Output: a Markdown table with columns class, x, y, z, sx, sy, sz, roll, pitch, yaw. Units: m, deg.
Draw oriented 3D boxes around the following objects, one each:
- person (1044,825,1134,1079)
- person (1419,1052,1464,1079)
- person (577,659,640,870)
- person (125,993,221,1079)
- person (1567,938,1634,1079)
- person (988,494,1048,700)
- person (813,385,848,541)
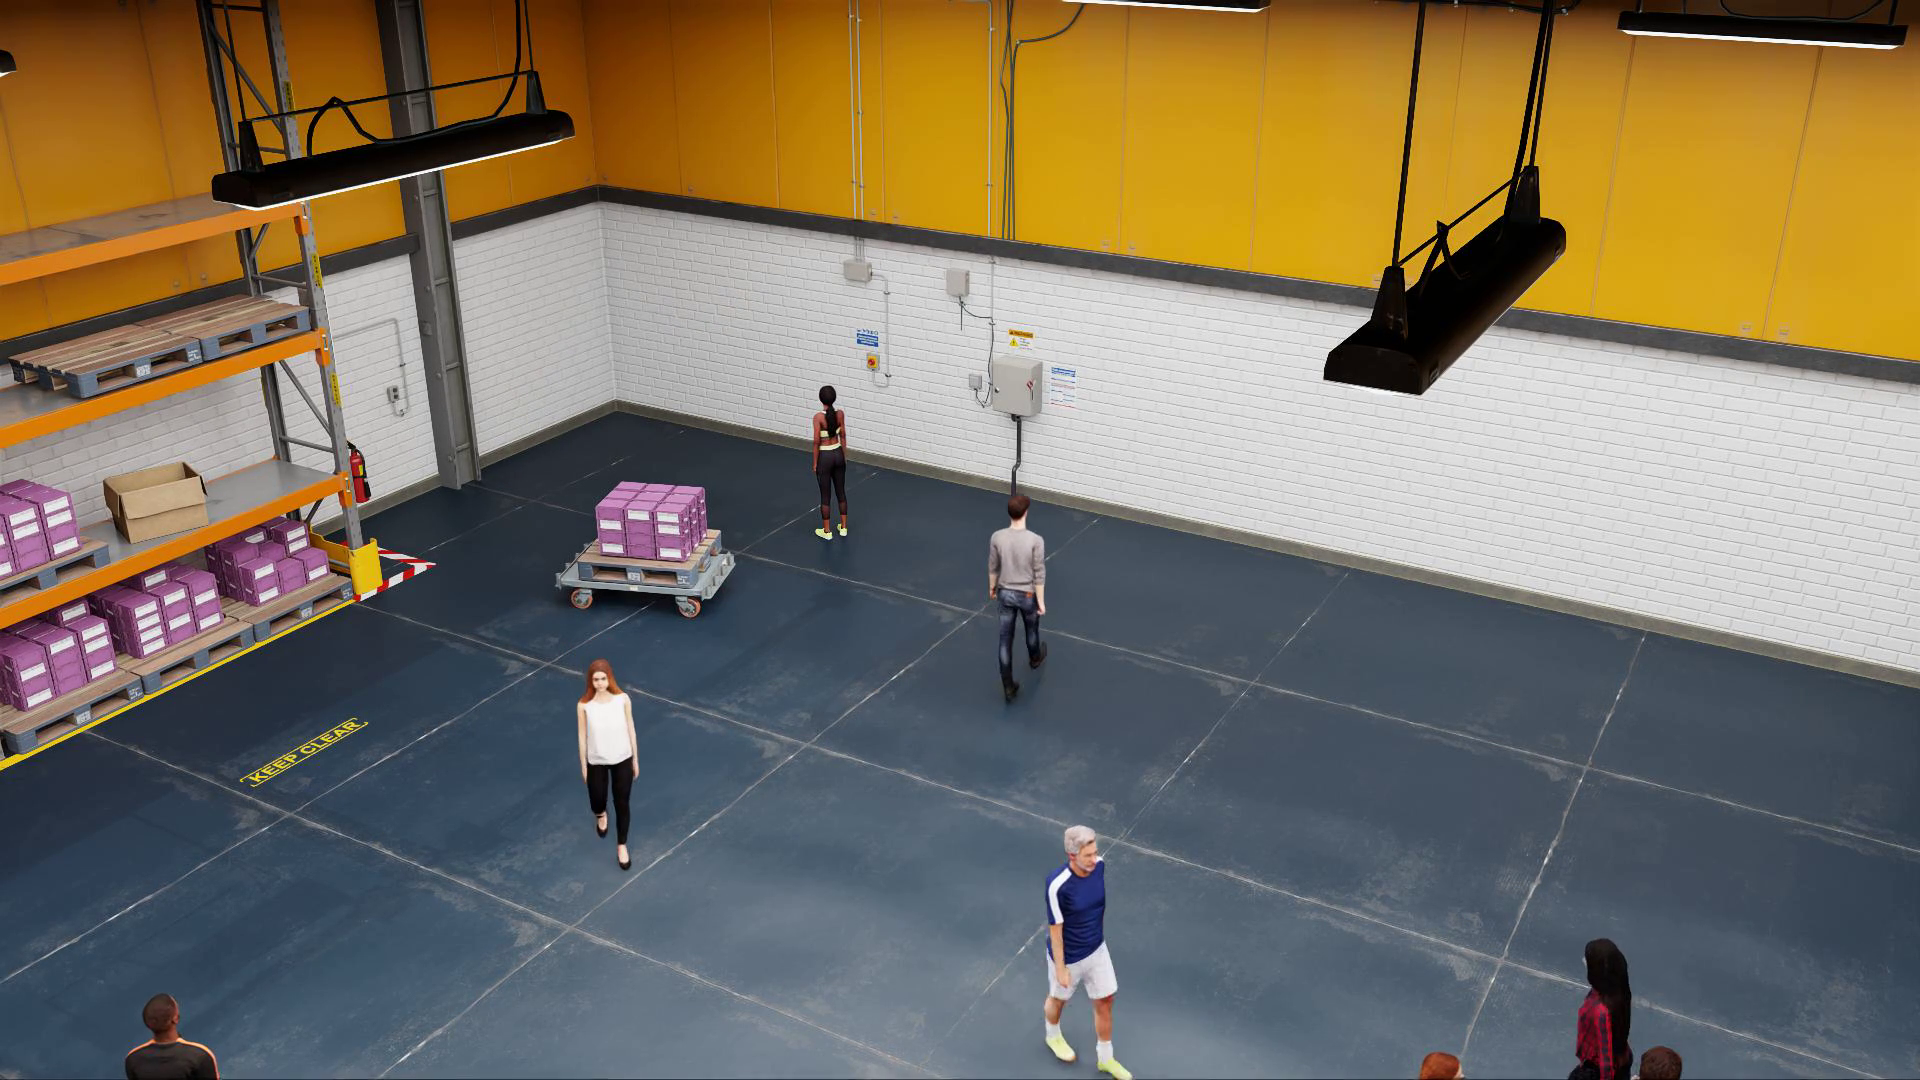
| class | x | y | z | sx | sy | sz | roll | pitch | yaw |
| --- | --- | --- | --- | --- | --- | --- | --- | --- | --- |
| person | 0.669 | 2.533 | 10.488 | 0.958 | 1.810 | 0.899 | -18 | 29 | -35 |
| person | 2.454 | 3.374 | 8.772 | 0.680 | 1.643 | 0.599 | -3 | 24 | -8 |
| person | -2.672 | 1.649 | 12.632 | 0.856 | 1.711 | 0.908 | -7 | 25 | -16 |
| person | -4.156 | 3.211 | 8.944 | 0.693 | 1.804 | 0.716 | -2 | 24 | -4 |
| person | 3.783 | 3.051 | 9.557 | 0.717 | 1.604 | 0.989 | 16 | 28 | 32 |
| person | 0.493 | 0.550 | 14.945 | 0.917 | 1.872 | 1.205 | 6 | 24 | 14 |
| person | -1.424 | -0.863 | 18.325 | 0.596 | 1.755 | 0.704 | -13 | 27 | -28 |
